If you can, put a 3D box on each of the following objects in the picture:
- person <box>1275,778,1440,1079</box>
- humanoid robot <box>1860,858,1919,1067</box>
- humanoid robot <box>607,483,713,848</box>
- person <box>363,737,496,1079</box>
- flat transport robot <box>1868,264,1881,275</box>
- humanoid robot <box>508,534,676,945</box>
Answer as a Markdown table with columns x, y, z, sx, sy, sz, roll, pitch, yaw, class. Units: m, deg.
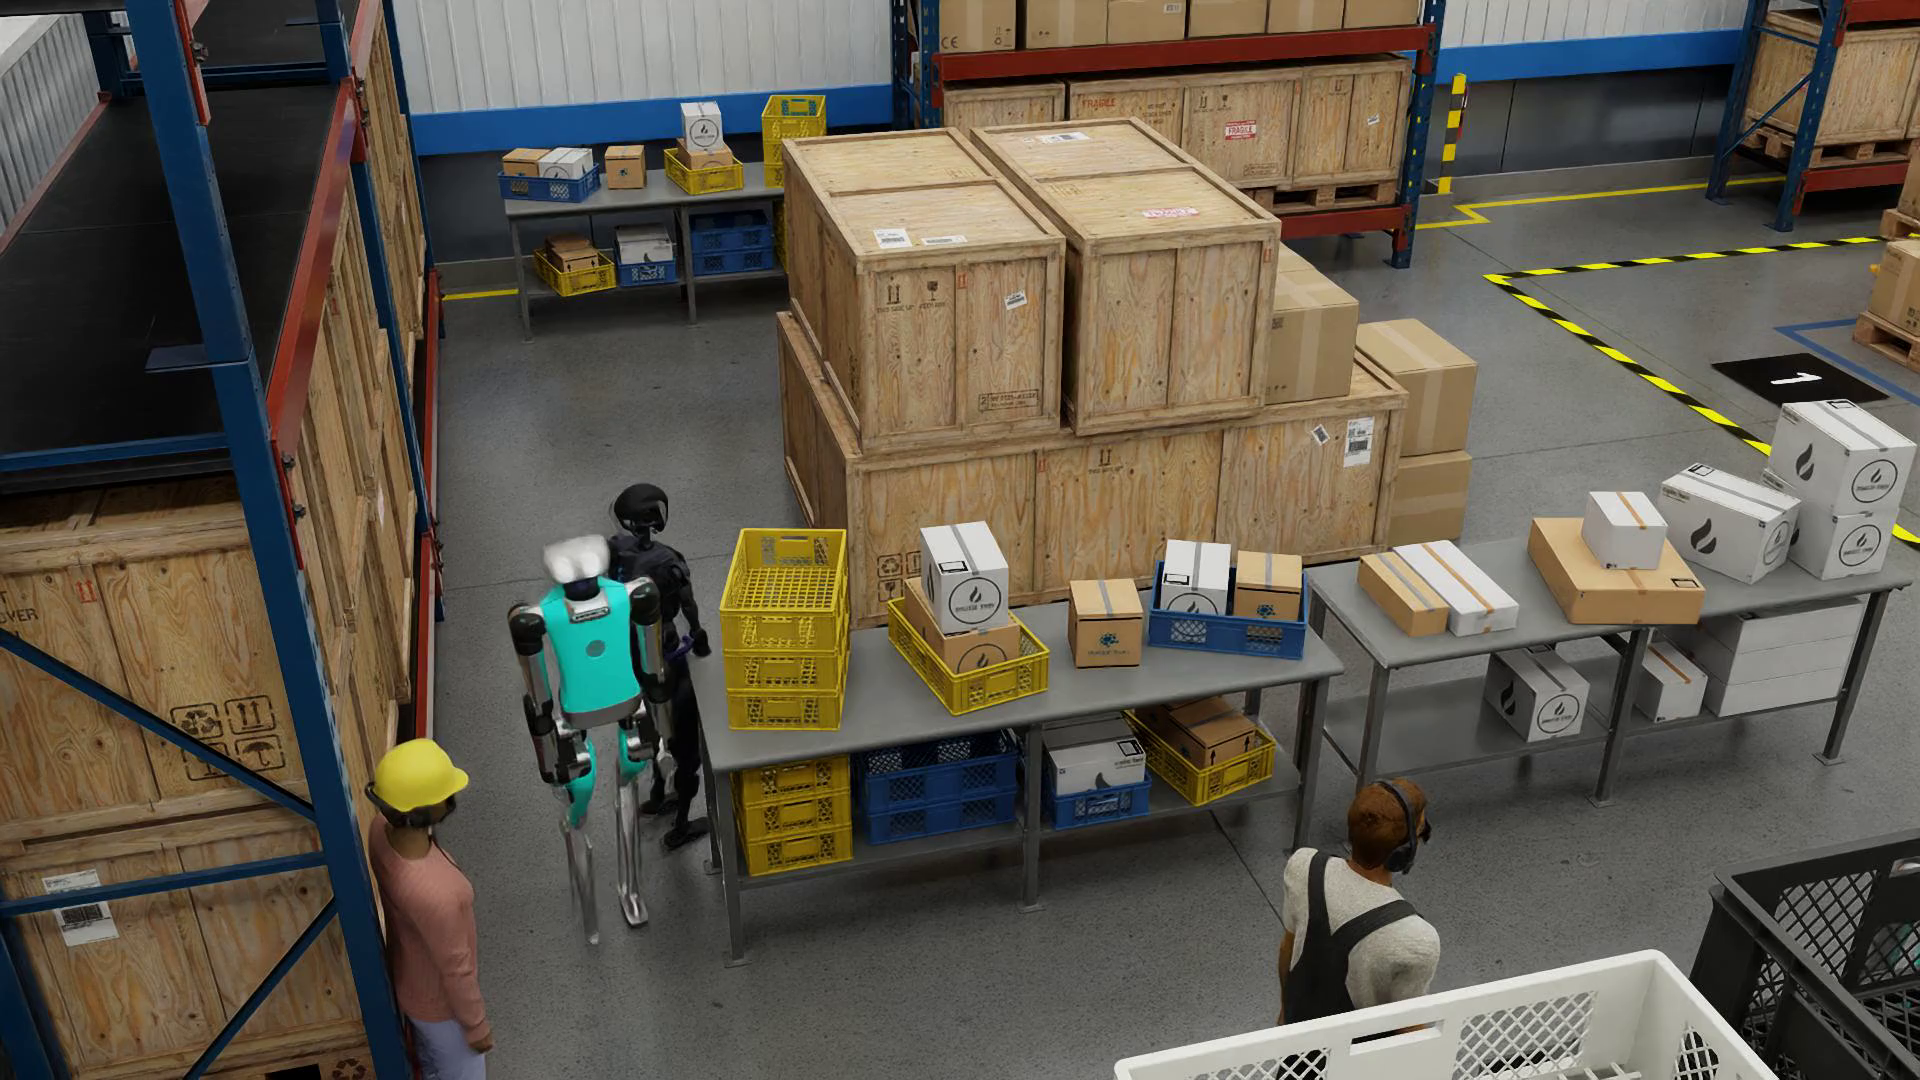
| x | y | z | sx | sy | sz | roll | pitch | yaw | class |
| --- | --- | --- | --- | --- | --- | --- | --- | --- | --- |
| 1.116 | 1.463 | 4.833 | 0.341 | 1.841 | 0.499 | -24 | 37 | -36 | person |
| 2.902 | 1.477 | 4.928 | 0.562 | 1.787 | 0.778 | 20 | 35 | 32 | humanoid robot |
| -1.182 | 0.504 | 6.728 | 0.600 | 1.650 | 0.374 | 23 | 36 | 35 | humanoid robot |
| -1.579 | 1.354 | 5.114 | 0.336 | 1.759 | 0.525 | -20 | 34 | -31 | person |
| 7.929 | -2.130 | 12.953 | 1.431 | 0.197 | 0.652 | -7 | 30 | -13 | flat transport robot |
| -1.385 | 0.713 | 6.297 | 0.544 | 1.803 | 0.664 | -12 | 31 | -21 | humanoid robot |
